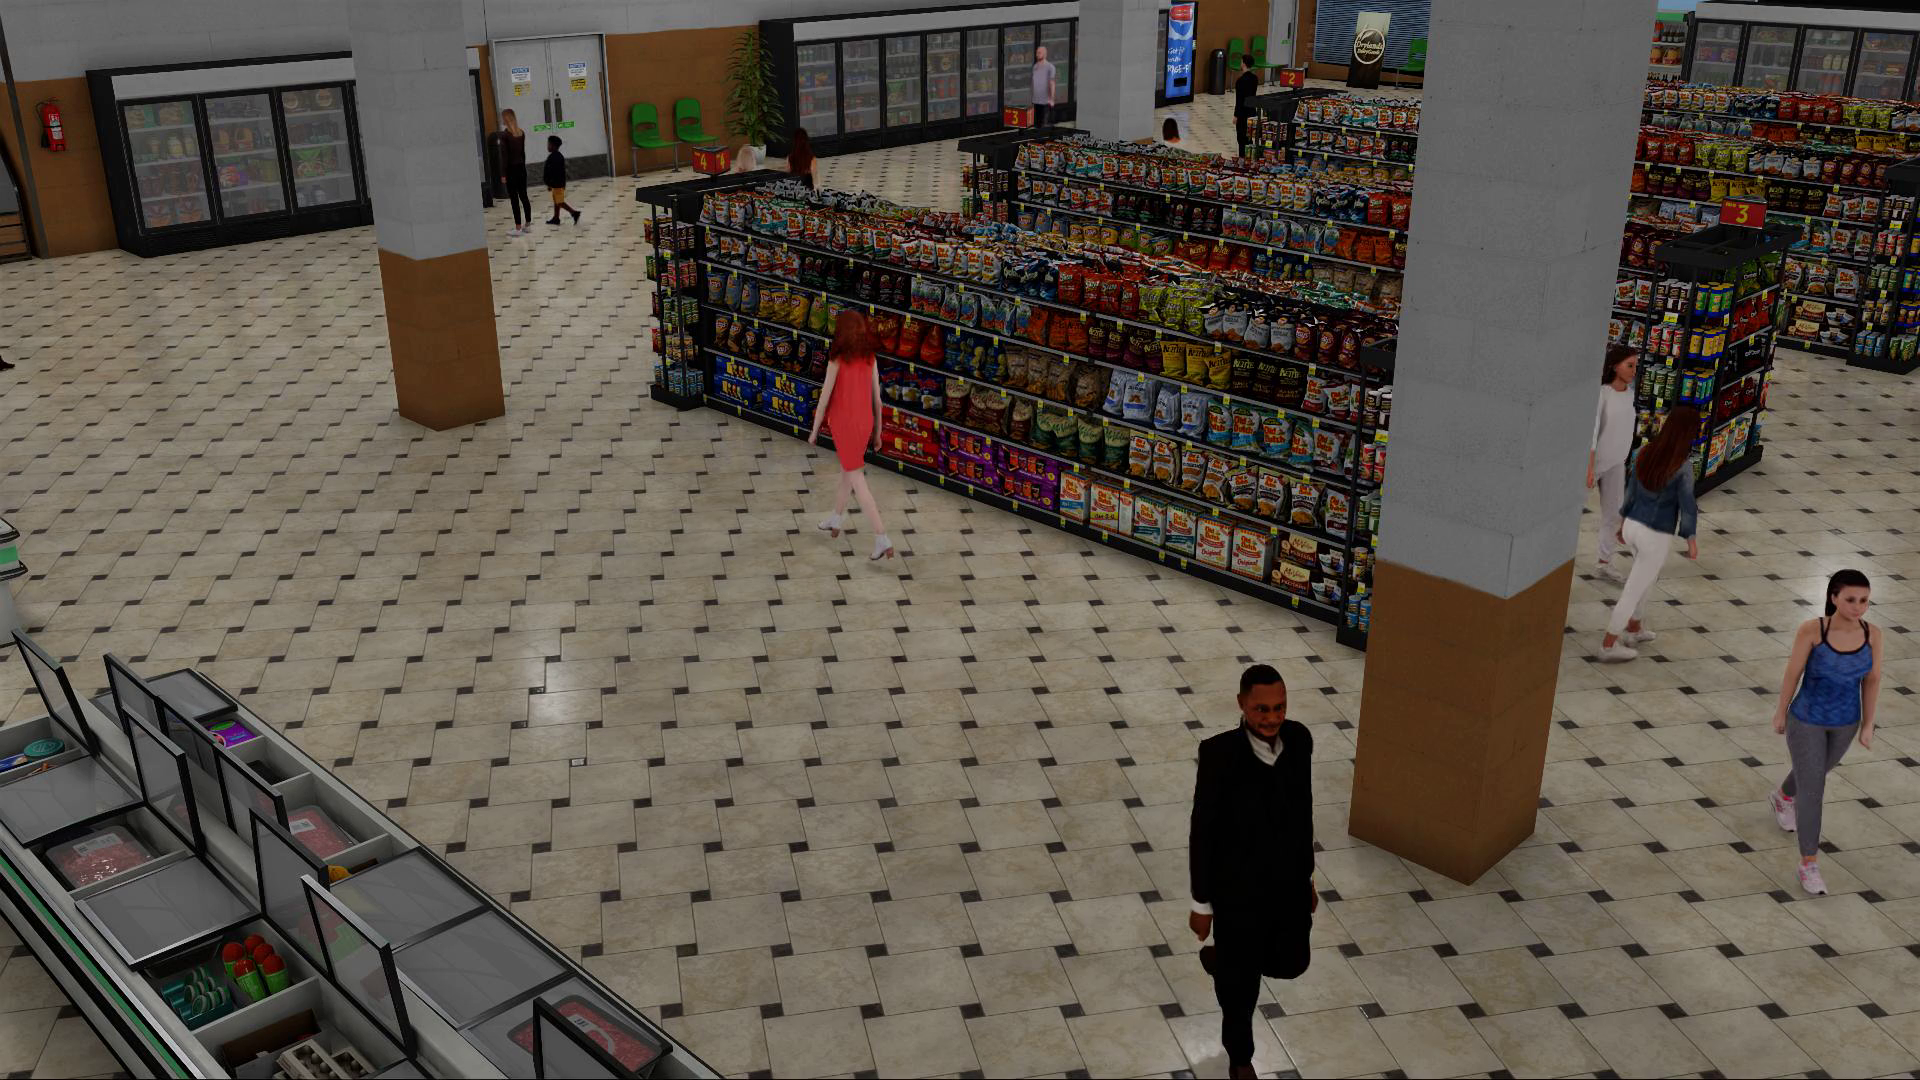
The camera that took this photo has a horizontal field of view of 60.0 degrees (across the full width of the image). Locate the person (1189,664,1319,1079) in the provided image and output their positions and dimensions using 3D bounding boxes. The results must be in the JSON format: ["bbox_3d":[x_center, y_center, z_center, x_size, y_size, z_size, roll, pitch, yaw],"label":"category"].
[{"bbox_3d":[1.151,1.332,6.670,0.957,1.888,1.116,-8,23,-19],"label":"person"}]

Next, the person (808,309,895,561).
[{"bbox_3d":[-0.713,-0.702,11.878,0.610,1.779,1.137,-20,29,-40],"label":"person"}]

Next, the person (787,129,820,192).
[{"bbox_3d":[-2.000,-4.247,20.797,1.026,1.707,0.967,5,23,13],"label":"person"}]

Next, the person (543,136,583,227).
[{"bbox_3d":[-5.593,-5.014,23.310,0.879,1.257,0.789,2,22,6],"label":"person"}]

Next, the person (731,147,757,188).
[{"bbox_3d":[-2.475,-3.670,19.320,0.719,1.739,0.781,4,22,11],"label":"person"}]

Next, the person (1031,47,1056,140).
[{"bbox_3d":[1.518,-7.794,29.473,0.741,1.820,0.738,20,29,40],"label":"person"}]

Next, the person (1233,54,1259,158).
[{"bbox_3d":[4.739,-7.091,27.627,0.618,1.894,0.699,17,28,37],"label":"person"}]

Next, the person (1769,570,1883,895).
[{"bbox_3d":[4.251,0.873,8.238,1.054,1.572,1.077,1,22,3],"label":"person"}]

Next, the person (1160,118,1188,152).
[{"bbox_3d":[2.808,-4.712,22.012,0.844,1.664,0.992,-8,23,-19],"label":"person"}]

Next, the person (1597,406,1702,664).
[{"bbox_3d":[4.173,-0.002,10.274,0.878,1.677,0.835,-6,23,-15],"label":"person"}]

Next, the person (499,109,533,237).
[{"bbox_3d":[-6.093,-5.042,22.781,0.612,1.704,0.662,11,24,25],"label":"person"}]
